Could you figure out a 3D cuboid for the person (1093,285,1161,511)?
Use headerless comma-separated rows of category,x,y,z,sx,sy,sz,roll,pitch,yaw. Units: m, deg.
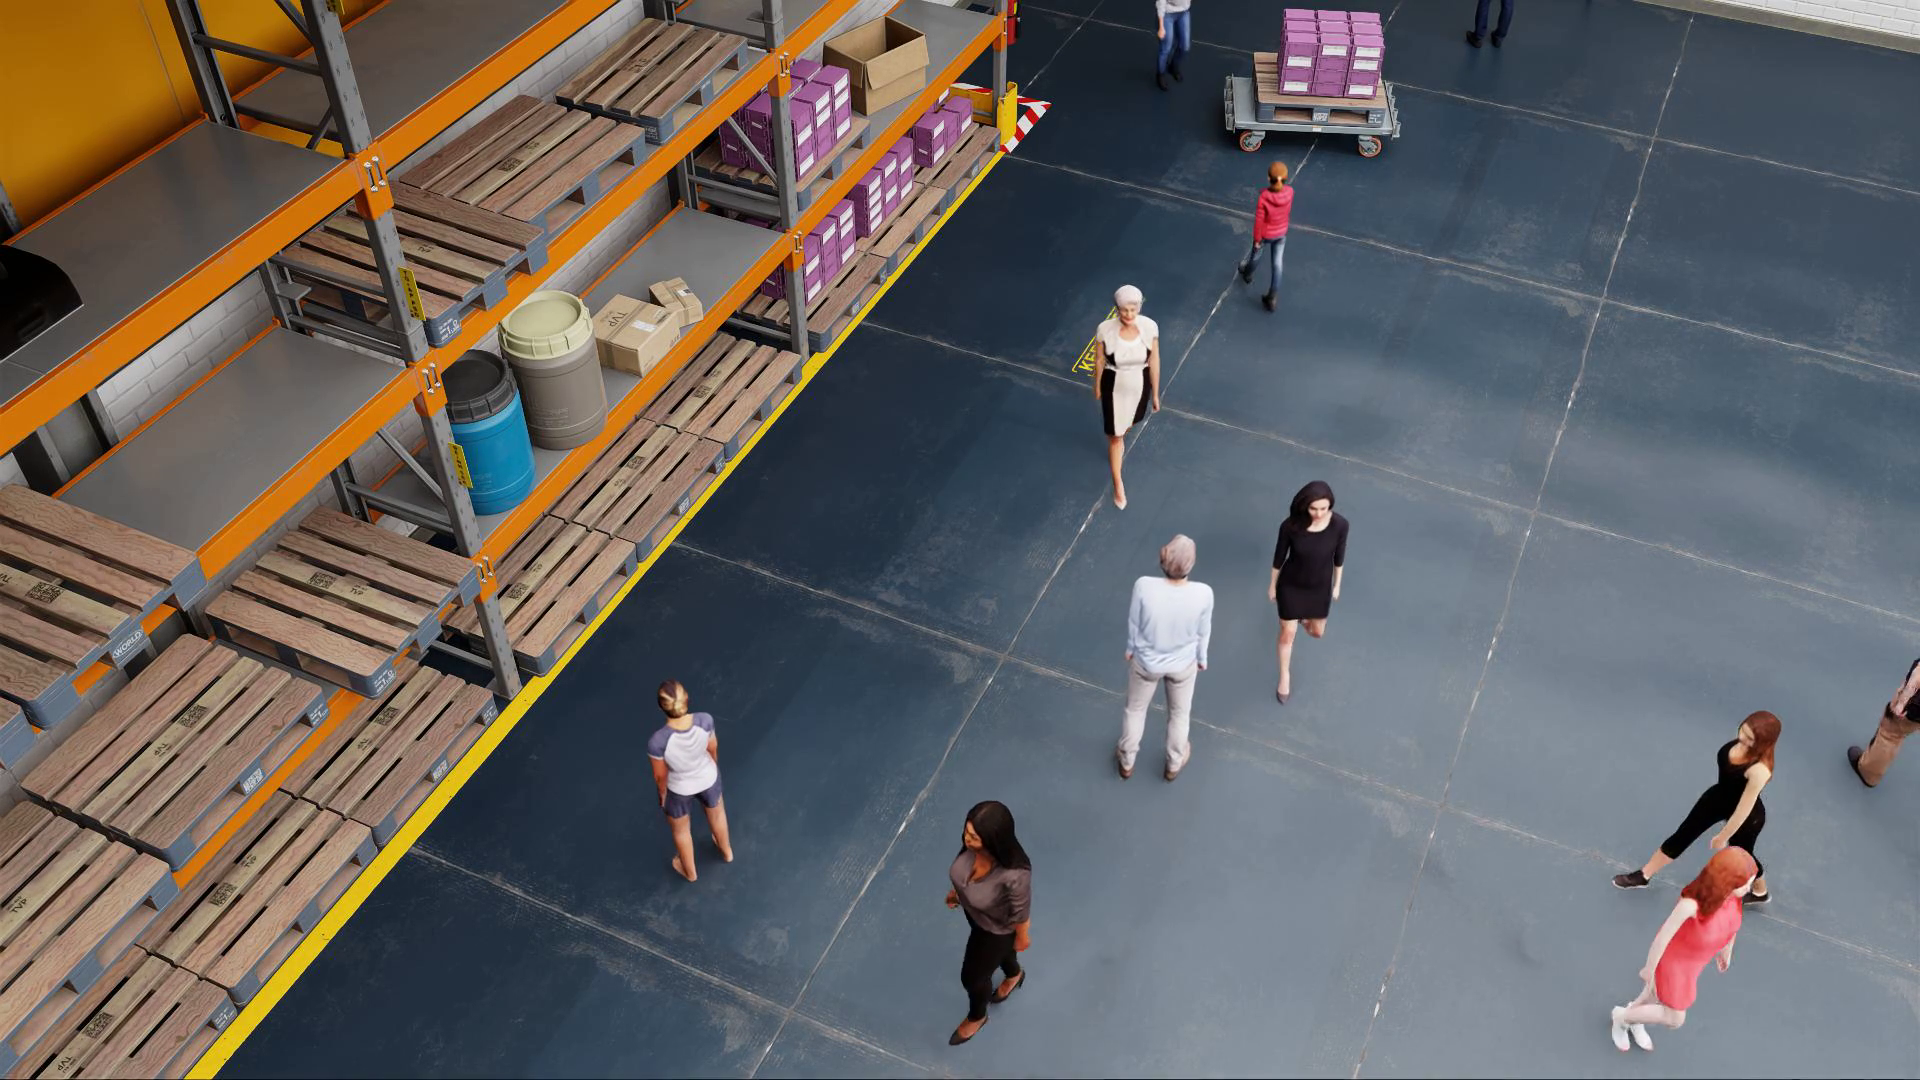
person,1.212,-1.153,12.176,0.973,1.711,1.165,-4,44,-4

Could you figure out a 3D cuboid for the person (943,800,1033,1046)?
person,0.258,1.952,8.839,0.952,1.818,0.874,-22,48,-21

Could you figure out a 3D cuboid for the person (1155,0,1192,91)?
person,2.098,-5.198,16.503,0.728,1.599,0.812,-31,51,-28

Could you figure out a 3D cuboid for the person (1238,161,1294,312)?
person,2.637,-2.517,13.916,0.813,1.287,0.925,-9,44,-9

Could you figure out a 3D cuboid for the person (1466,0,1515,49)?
person,5.621,-5.998,17.134,0.727,1.886,0.707,0,44,0

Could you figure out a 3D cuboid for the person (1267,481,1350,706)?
person,2.196,0.266,10.634,0.814,1.784,0.983,2,44,2

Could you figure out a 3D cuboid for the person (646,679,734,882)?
person,-1.551,1.388,9.572,0.620,1.625,0.719,-24,49,-23

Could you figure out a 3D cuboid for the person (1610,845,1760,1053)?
person,3.700,2.101,8.687,0.712,1.813,0.793,-24,48,-23

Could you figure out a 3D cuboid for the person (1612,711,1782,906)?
person,4.455,1.535,9.375,1.007,1.683,1.177,3,44,3

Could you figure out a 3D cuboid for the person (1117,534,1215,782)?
person,1.238,0.737,10.066,0.724,1.885,0.700,6,44,6
